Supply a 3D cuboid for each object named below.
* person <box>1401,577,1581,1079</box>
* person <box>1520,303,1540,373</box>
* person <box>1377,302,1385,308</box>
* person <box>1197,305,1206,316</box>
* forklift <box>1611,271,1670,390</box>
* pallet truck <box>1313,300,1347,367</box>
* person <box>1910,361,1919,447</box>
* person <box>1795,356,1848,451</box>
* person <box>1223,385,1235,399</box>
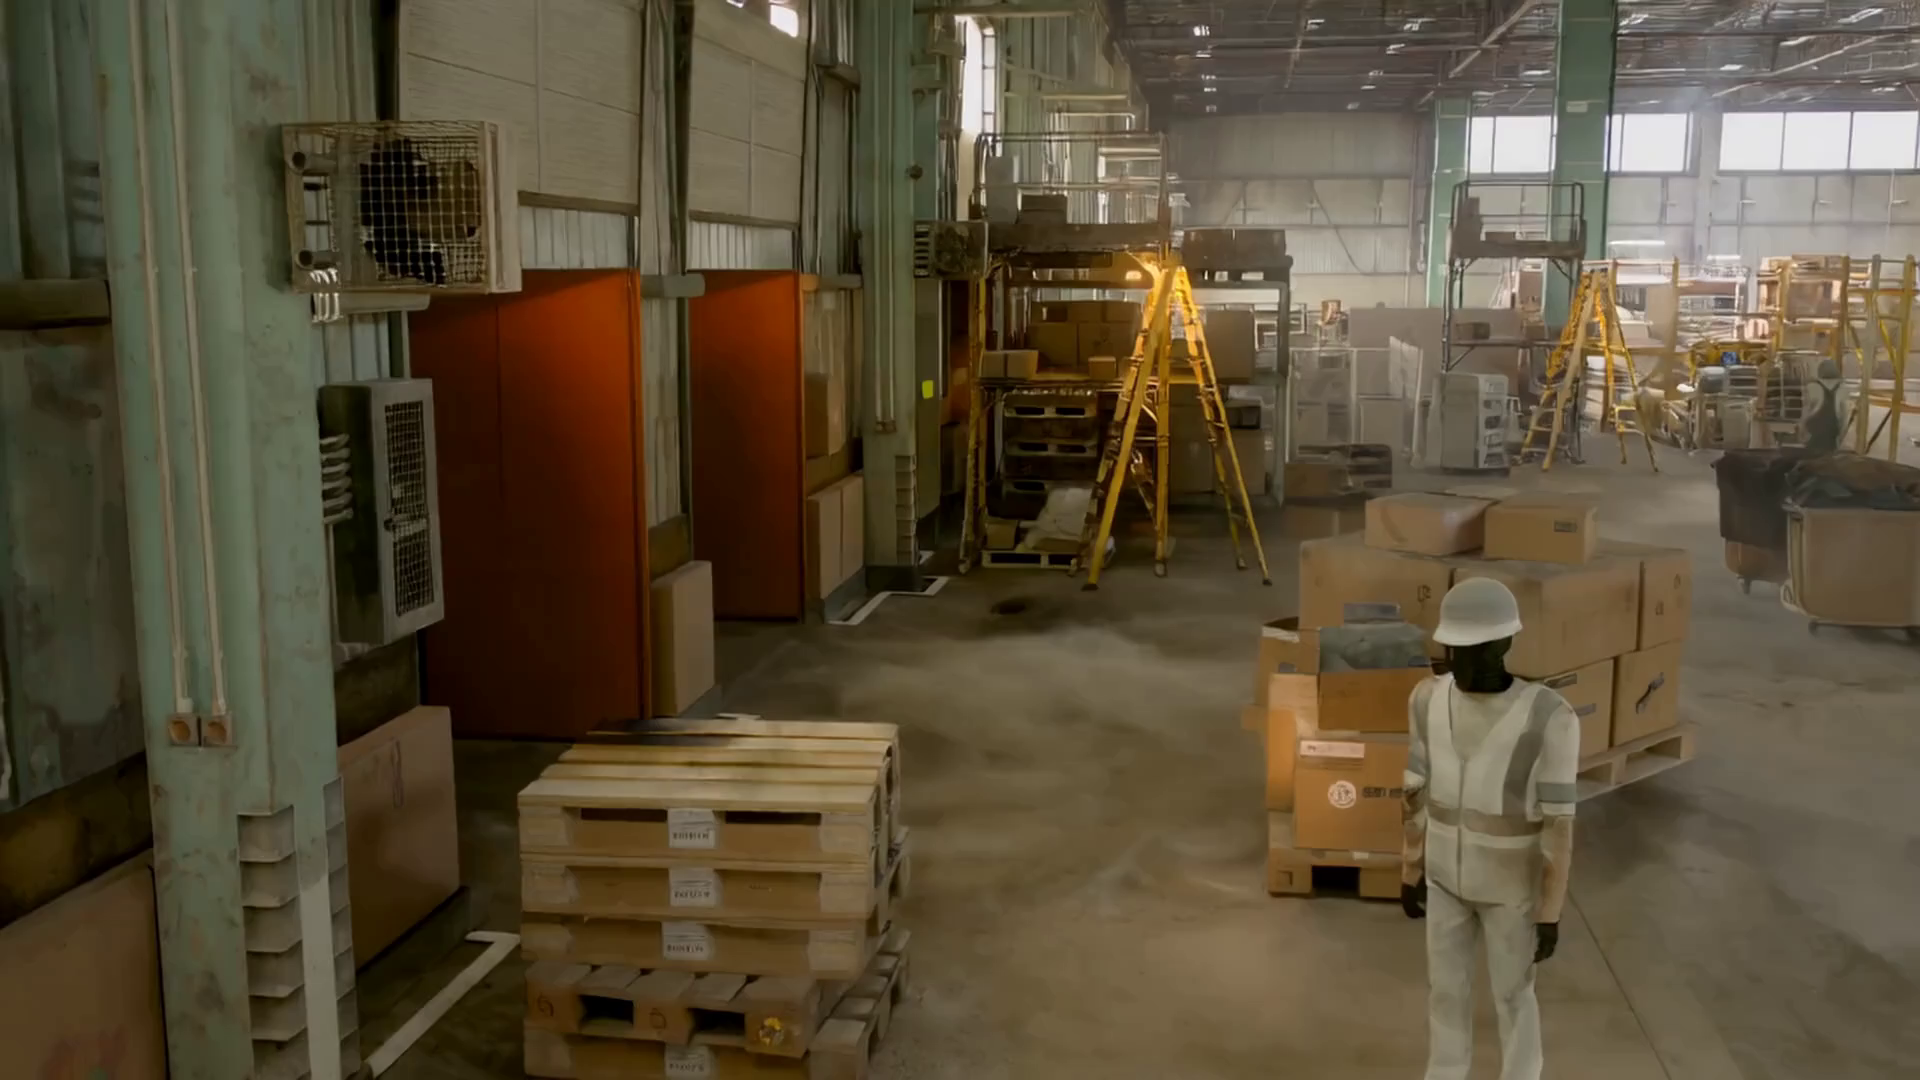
[{"bbox_3d":[1.618,1.058,5.208,0.398,1.918,0.587,-8,12,-41],"label":"person"},{"bbox_3d":[15.870,-5.625,46.355,0.629,1.940,0.376,-1,9,-5],"label":"person"},{"bbox_3d":[13.193,-6.558,52.409,0.347,1.854,0.697,-4,10,-23],"label":"person"},{"bbox_3d":[6.422,-5.325,44.547,0.543,1.929,0.387,-9,13,-43],"label":"person"},{"bbox_3d":[16.250,-4.896,38.963,1.873,2.768,1.129,1,9,9],"label":"forklift"},{"bbox_3d":[11.159,-6.200,49.718,0.823,1.965,1.885,4,10,26],"label":"pallet truck"},{"bbox_3d":[15.651,-2.364,26.861,0.484,1.739,0.320,-4,10,-25],"label":"person"},{"bbox_3d":[10.479,-1.317,20.182,0.517,1.817,0.858,1,9,3],"label":"person"},{"bbox_3d":[5.668,-3.604,34.844,0.313,1.633,0.522,-2,9,-13],"label":"person"}]
